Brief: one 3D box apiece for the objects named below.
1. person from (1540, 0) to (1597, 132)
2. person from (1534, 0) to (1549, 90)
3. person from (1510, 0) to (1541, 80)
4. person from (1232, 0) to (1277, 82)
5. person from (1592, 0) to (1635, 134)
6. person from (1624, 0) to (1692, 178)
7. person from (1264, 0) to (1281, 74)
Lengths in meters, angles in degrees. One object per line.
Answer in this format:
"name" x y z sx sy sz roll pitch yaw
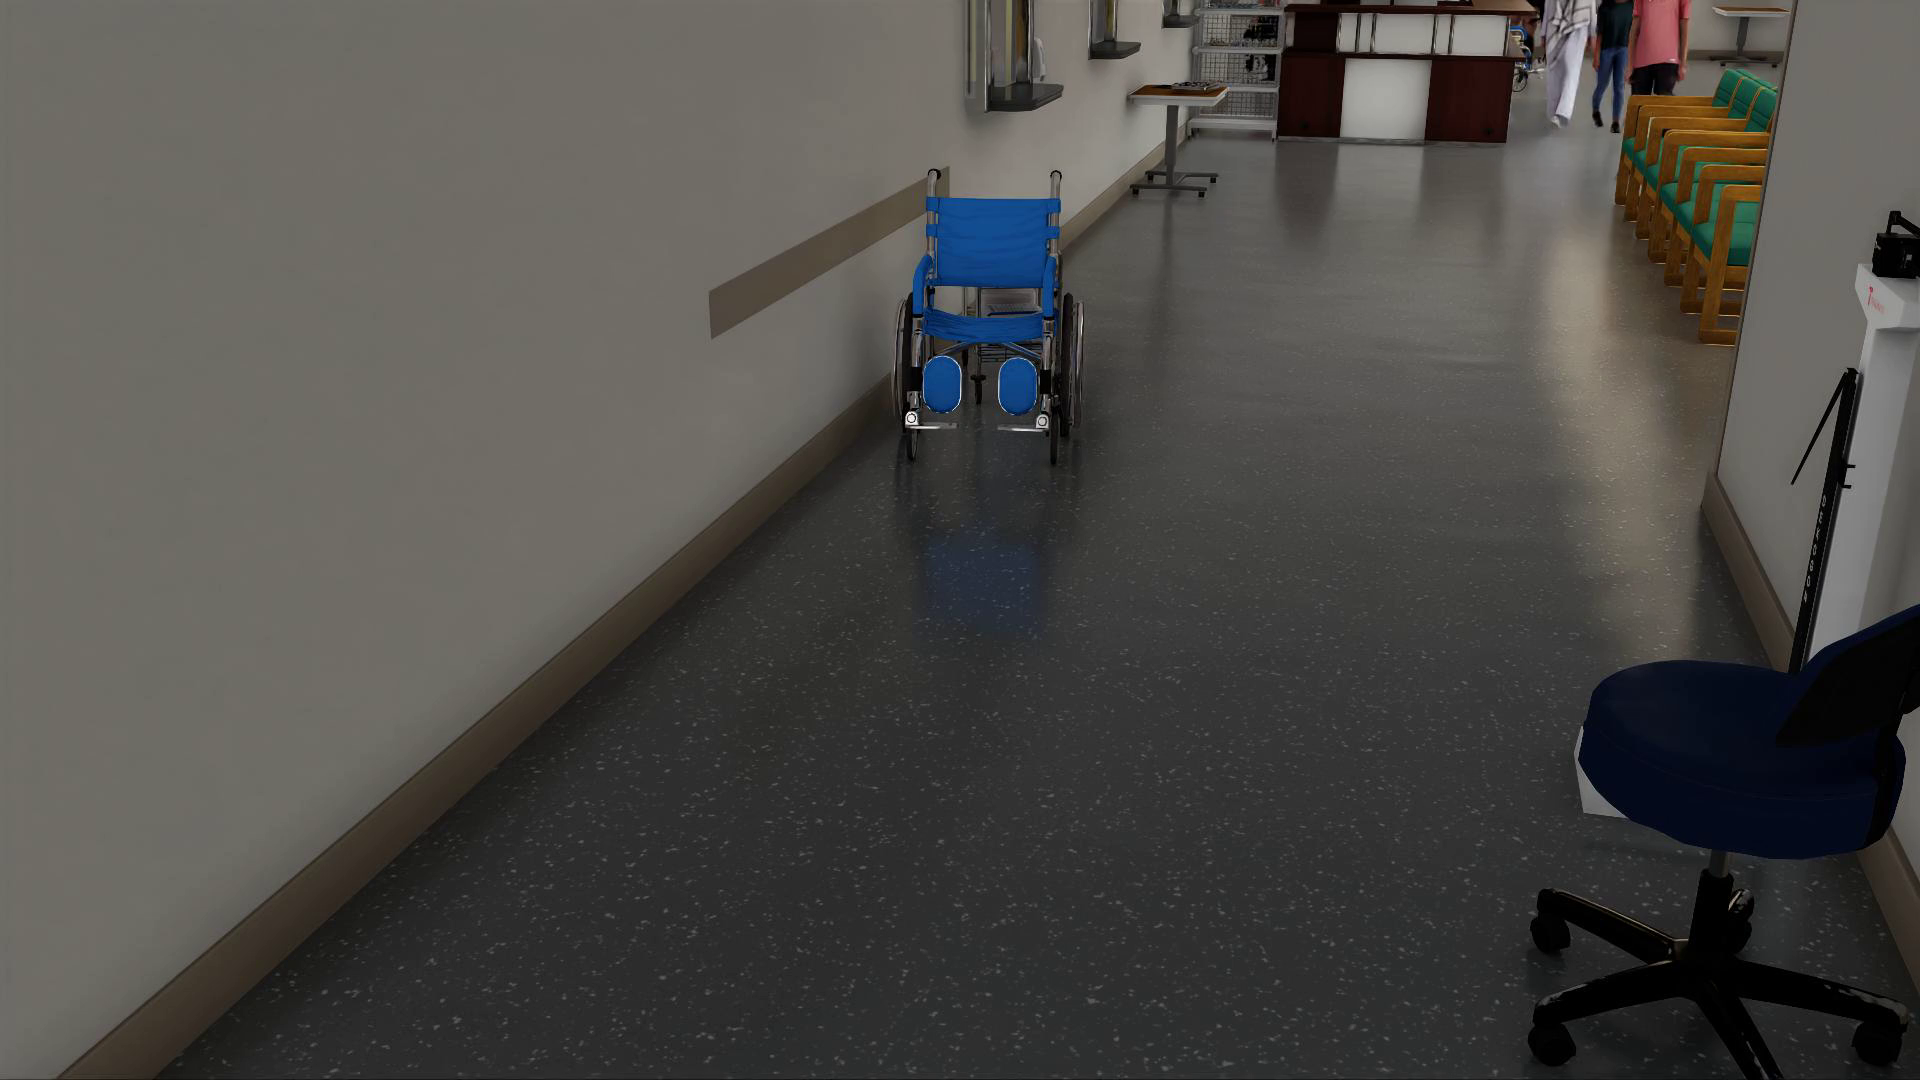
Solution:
"person" 6.377 -5.252 17.499 1.240 1.885 0.878 8 22 21
"person" 7.718 -6.798 21.732 1.042 1.778 0.944 -3 21 -9
"person" 7.891 -7.460 23.274 0.614 1.925 0.794 9 22 22
"person" 4.159 -7.021 22.384 0.897 1.733 0.783 -3 21 -7
"person" 6.877 -5.115 17.571 1.053 1.578 0.721 2 21 6
"person" 6.039 -4.103 14.390 0.735 1.939 0.810 13 24 30
"person" 4.544 -7.600 24.087 0.508 1.611 0.795 12 24 28
